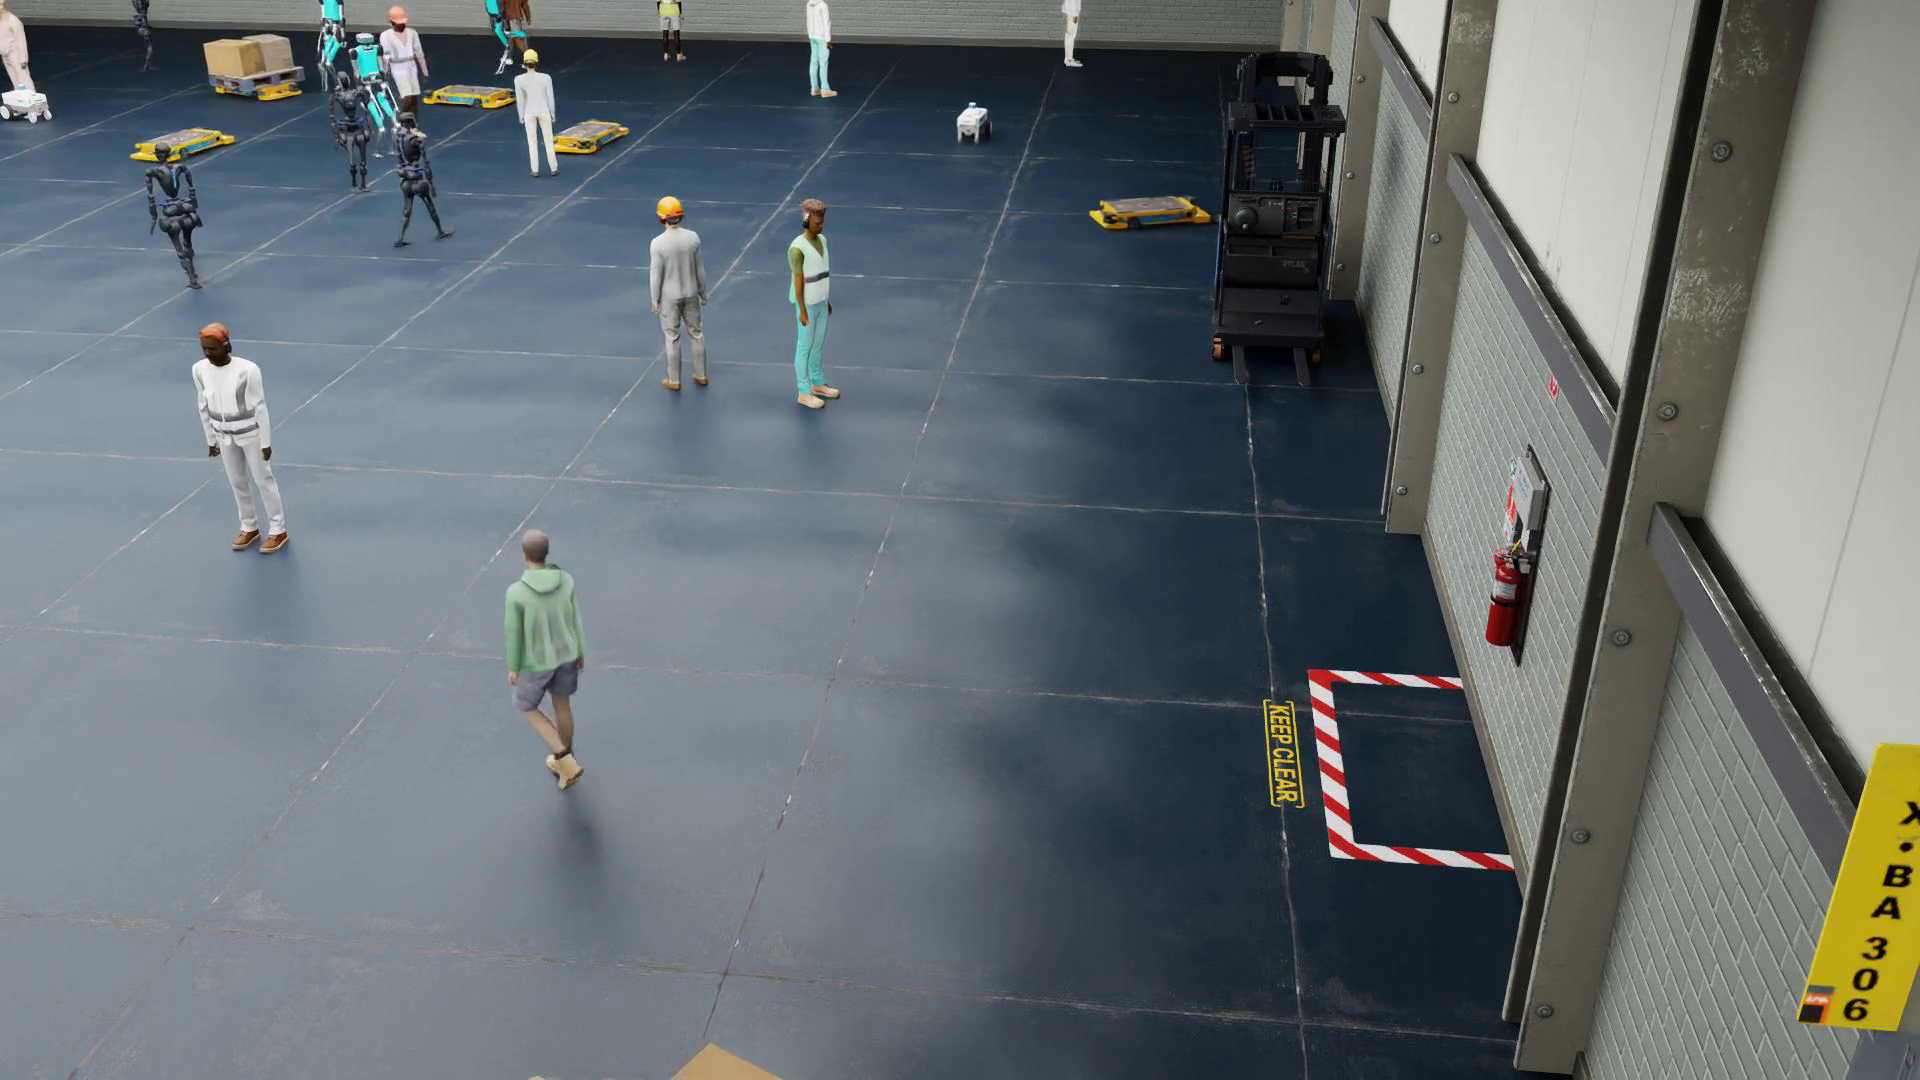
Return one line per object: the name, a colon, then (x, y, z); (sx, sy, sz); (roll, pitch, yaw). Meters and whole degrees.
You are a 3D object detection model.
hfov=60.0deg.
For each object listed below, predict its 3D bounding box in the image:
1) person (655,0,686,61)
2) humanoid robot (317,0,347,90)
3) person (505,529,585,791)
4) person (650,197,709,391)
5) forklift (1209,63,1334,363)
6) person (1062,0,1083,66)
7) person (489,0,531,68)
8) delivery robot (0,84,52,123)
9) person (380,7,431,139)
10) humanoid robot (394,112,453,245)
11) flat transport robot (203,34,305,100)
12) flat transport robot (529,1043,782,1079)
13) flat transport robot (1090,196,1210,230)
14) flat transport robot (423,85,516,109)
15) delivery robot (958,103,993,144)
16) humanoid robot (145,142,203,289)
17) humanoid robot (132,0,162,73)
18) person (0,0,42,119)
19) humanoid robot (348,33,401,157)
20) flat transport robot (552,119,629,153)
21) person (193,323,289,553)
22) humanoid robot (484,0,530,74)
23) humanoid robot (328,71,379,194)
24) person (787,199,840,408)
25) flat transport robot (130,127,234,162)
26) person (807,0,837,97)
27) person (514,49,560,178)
person: (-5.448, -9.884, 31.273); (0.531, 1.697, 0.320); (7, 28, 15)
humanoid robot: (-10.994, -8.636, 28.846); (0.556, 1.855, 0.821); (12, 29, 23)
person: (-2.455, 0.753, 10.002); (0.495, 1.724, 0.490); (-22, 34, -37)
person: (-2.718, -2.384, 16.095); (0.574, 1.888, 0.375); (-15, 30, -28)
forklift: (3.241, -3.477, 17.183); (1.129, 2.768, 1.873); (3, 27, 6)
person: (2.084, -9.760, 30.829); (0.401, 1.878, 0.499); (-1, 27, -2)
person: (-8.282, -9.665, 30.707); (0.935, 1.809, 0.779); (14, 30, 26)
delivery robot: (-15.146, -7.059, 26.932); (0.803, 0.614, 0.499); (13, 29, 24)
person: (-8.443, -7.114, 25.399); (0.508, 2.010, 0.716); (21, 33, 36)
humanoid robot: (-6.757, -4.480, 20.571); (0.608, 1.635, 0.796); (18, 32, 32)
flat transport robot: (-12.121, -7.789, 28.688); (1.431, 0.231, 0.659); (16, 31, 28)
flat transport robot: (-1.266, 3.035, 7.079); (0.659, 0.231, 1.431); (11, 29, 21)
flat transport robot: (2.468, -4.257, 21.637); (1.431, 0.231, 0.659); (-6, 27, -13)
flat transport robot: (-8.263, -7.485, 28.081); (1.431, 0.231, 0.659); (8, 28, 15)
delivery robot: (0.196, -6.451, 25.690); (0.499, 0.587, 0.785); (6, 27, 12)
humanoid robot: (-8.998, -3.724, 19.020); (0.633, 1.636, 0.589); (20, 33, 34)
humanoid robot: (-14.866, -9.343, 30.229); (0.385, 1.639, 0.611); (-10, 28, -19)
person: (-15.294, -7.782, 26.850); (0.643, 1.904, 0.403); (17, 31, 31)
humanoid robot: (-8.536, -6.501, 24.507); (0.659, 1.822, 0.534); (22, 34, 37)
flat transport robot: (-5.678, -6.176, 25.467); (0.659, 0.231, 1.431); (7, 27, 14)
person: (-5.607, -0.793, 12.935); (0.565, 1.878, 0.352); (4, 27, 8)
humanoid robot: (-8.147, -9.376, 30.280); (0.550, 1.760, 1.019); (23, 34, 38)
humanoid robot: (-8.258, -5.555, 22.664); (0.609, 1.646, 0.396); (-19, 32, -33)
person: (-1.399, -2.250, 15.724); (0.405, 1.980, 0.483); (13, 29, 24)
flat transport robot: (-11.687, -5.941, 24.998); (0.659, 0.231, 1.431); (9, 28, 17)
person: (-2.392, -8.549, 28.369); (0.491, 1.917, 0.369); (24, 35, 39)
person: (-5.976, -6.012, 23.469); (0.525, 1.767, 0.329); (-6, 27, -11)
